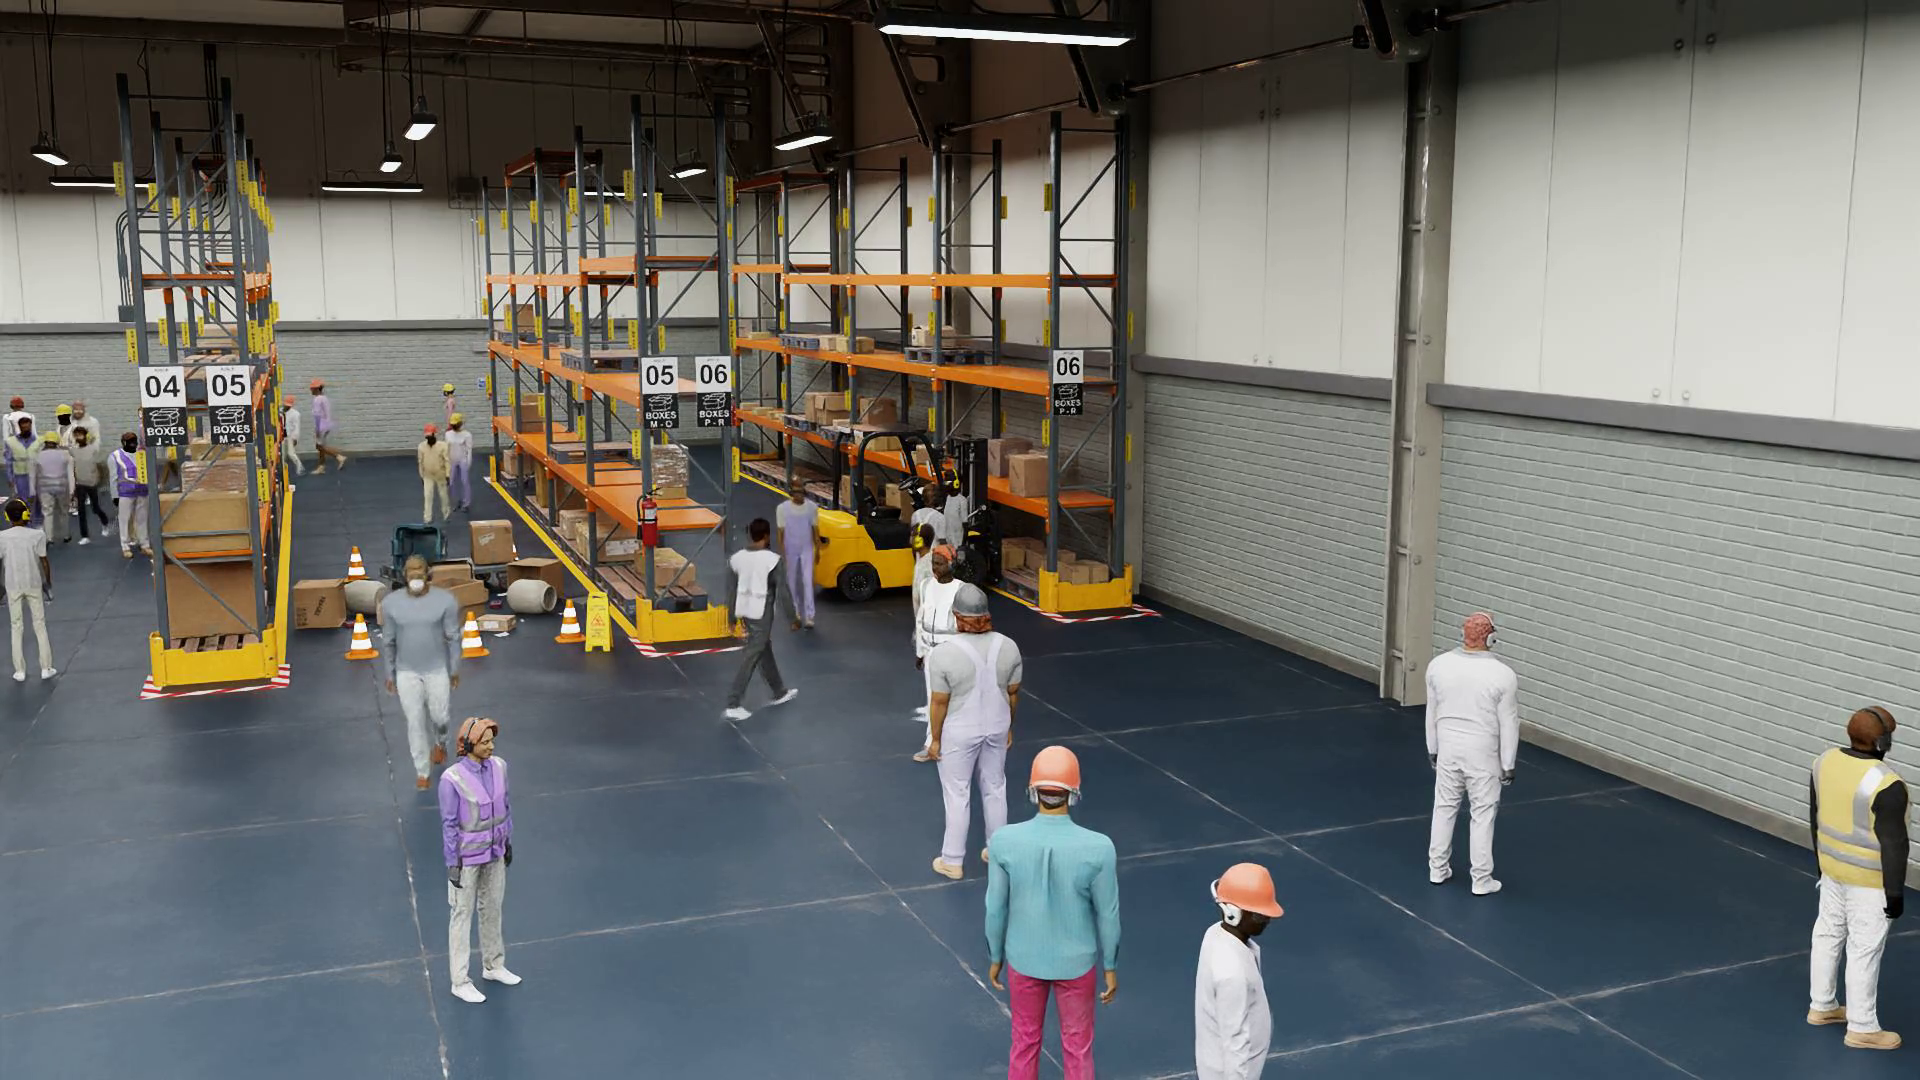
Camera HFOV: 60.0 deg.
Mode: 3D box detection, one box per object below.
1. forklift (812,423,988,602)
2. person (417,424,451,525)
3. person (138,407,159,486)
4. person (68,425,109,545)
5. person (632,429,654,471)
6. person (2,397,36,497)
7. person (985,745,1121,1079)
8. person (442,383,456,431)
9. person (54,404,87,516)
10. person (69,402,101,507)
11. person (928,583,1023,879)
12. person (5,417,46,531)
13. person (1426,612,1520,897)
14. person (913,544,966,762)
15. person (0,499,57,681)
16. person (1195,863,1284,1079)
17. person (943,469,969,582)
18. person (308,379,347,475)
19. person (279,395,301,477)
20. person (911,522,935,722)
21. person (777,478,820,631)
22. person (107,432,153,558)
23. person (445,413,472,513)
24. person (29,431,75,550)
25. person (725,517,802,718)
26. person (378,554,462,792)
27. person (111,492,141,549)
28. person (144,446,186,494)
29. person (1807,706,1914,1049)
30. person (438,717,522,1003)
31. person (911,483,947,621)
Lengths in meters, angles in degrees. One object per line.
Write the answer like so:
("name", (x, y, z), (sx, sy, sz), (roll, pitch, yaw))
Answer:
("forklift", (-0.830, -0.399, 21.676), (2.313, 2.155, 1.214), (-4, 10, -21))
("person", (-8.662, -1.075, 27.464), (0.566, 1.713, 0.885), (0, 9, -1))
("person", (-15.756, -1.799, 32.249), (0.497, 1.633, 0.289), (6, 11, 31))
("person", (-13.486, -0.873, 25.760), (0.528, 1.843, 0.709), (0, 9, -2))
("person", (-5.177, -1.149, 27.834), (0.579, 1.735, 0.609), (-4, 10, -22))
("person", (-17.562, -1.738, 31.086), (0.337, 1.881, 0.590), (7, 11, 37))
("person", (0.431, 1.925, 7.677), (0.625, 1.991, 0.393), (2, 9, 12))
("person", (-11.218, -2.561, 36.627), (0.315, 1.769, 0.523), (-1, 9, -9))
("person", (-15.369, -1.380, 28.691), (0.594, 1.924, 0.382), (4, 10, 22))
("person", (-15.774, -1.537, 29.876), (0.658, 1.880, 0.651), (-3, 9, -18))
("person", (0.055, 1.298, 11.478), (0.683, 2.000, 0.537), (-5, 10, -27))
("person", (-14.813, -1.005, 26.419), (0.611, 1.898, 0.617), (-6, 11, -33))
("person", (3.435, 1.422, 11.145), (0.649, 1.900, 0.397), (8, 12, 42))
("person", (-0.140, 0.970, 14.041), (0.576, 1.882, 0.355), (6, 11, 35))
("person", (-9.566, 0.510, 16.994), (0.523, 1.863, 0.317), (-4, 10, -25))
("person", (1.144, 2.174, 6.878), (0.342, 1.744, 0.573), (0, 9, 3))
("person", (-0.080, 0.090, 19.617), (0.321, 1.871, 0.532), (-4, 10, -26))
("person", (-13.132, -2.338, 34.485), (0.702, 2.013, 0.617), (-1, 9, -5))
("person", (-13.777, -2.118, 34.035), (0.610, 1.710, 0.404), (3, 9, 18))
("person", (-0.304, 0.760, 15.432), (0.332, 1.868, 0.534), (3, 10, 20))
("person", (-1.887, 0.152, 19.518), (0.510, 1.785, 0.972), (-2, 9, -11))
("person", (-12.176, -0.673, 24.500), (0.429, 1.846, 0.625), (7, 11, 37))
("person", (-8.759, -1.338, 29.010), (0.521, 1.744, 0.448), (2, 9, 11))
("person", (-13.806, -0.753, 25.301), (0.620, 1.771, 1.014), (-4, 10, -25))
("person", (-1.906, 0.722, 15.697), (0.600, 1.865, 1.042), (7, 12, 39))
("person", (-4.351, 1.046, 13.465), (0.626, 1.924, 0.558), (-2, 9, -13))
("person", (-12.582, -0.659, 25.229), (0.525, 1.576, 0.898), (-4, 10, -22))
("person", (-14.936, -1.815, 31.317), (0.657, 1.975, 1.056), (1, 9, 4))
("person", (4.858, 1.796, 8.959), (0.429, 1.846, 0.633), (-2, 9, -11))
("person", (-2.761, 1.812, 9.536), (0.311, 1.632, 0.516), (5, 10, 28))
("person", (-0.314, 0.288, 18.450), (0.505, 1.846, 0.346), (8, 12, 40))
